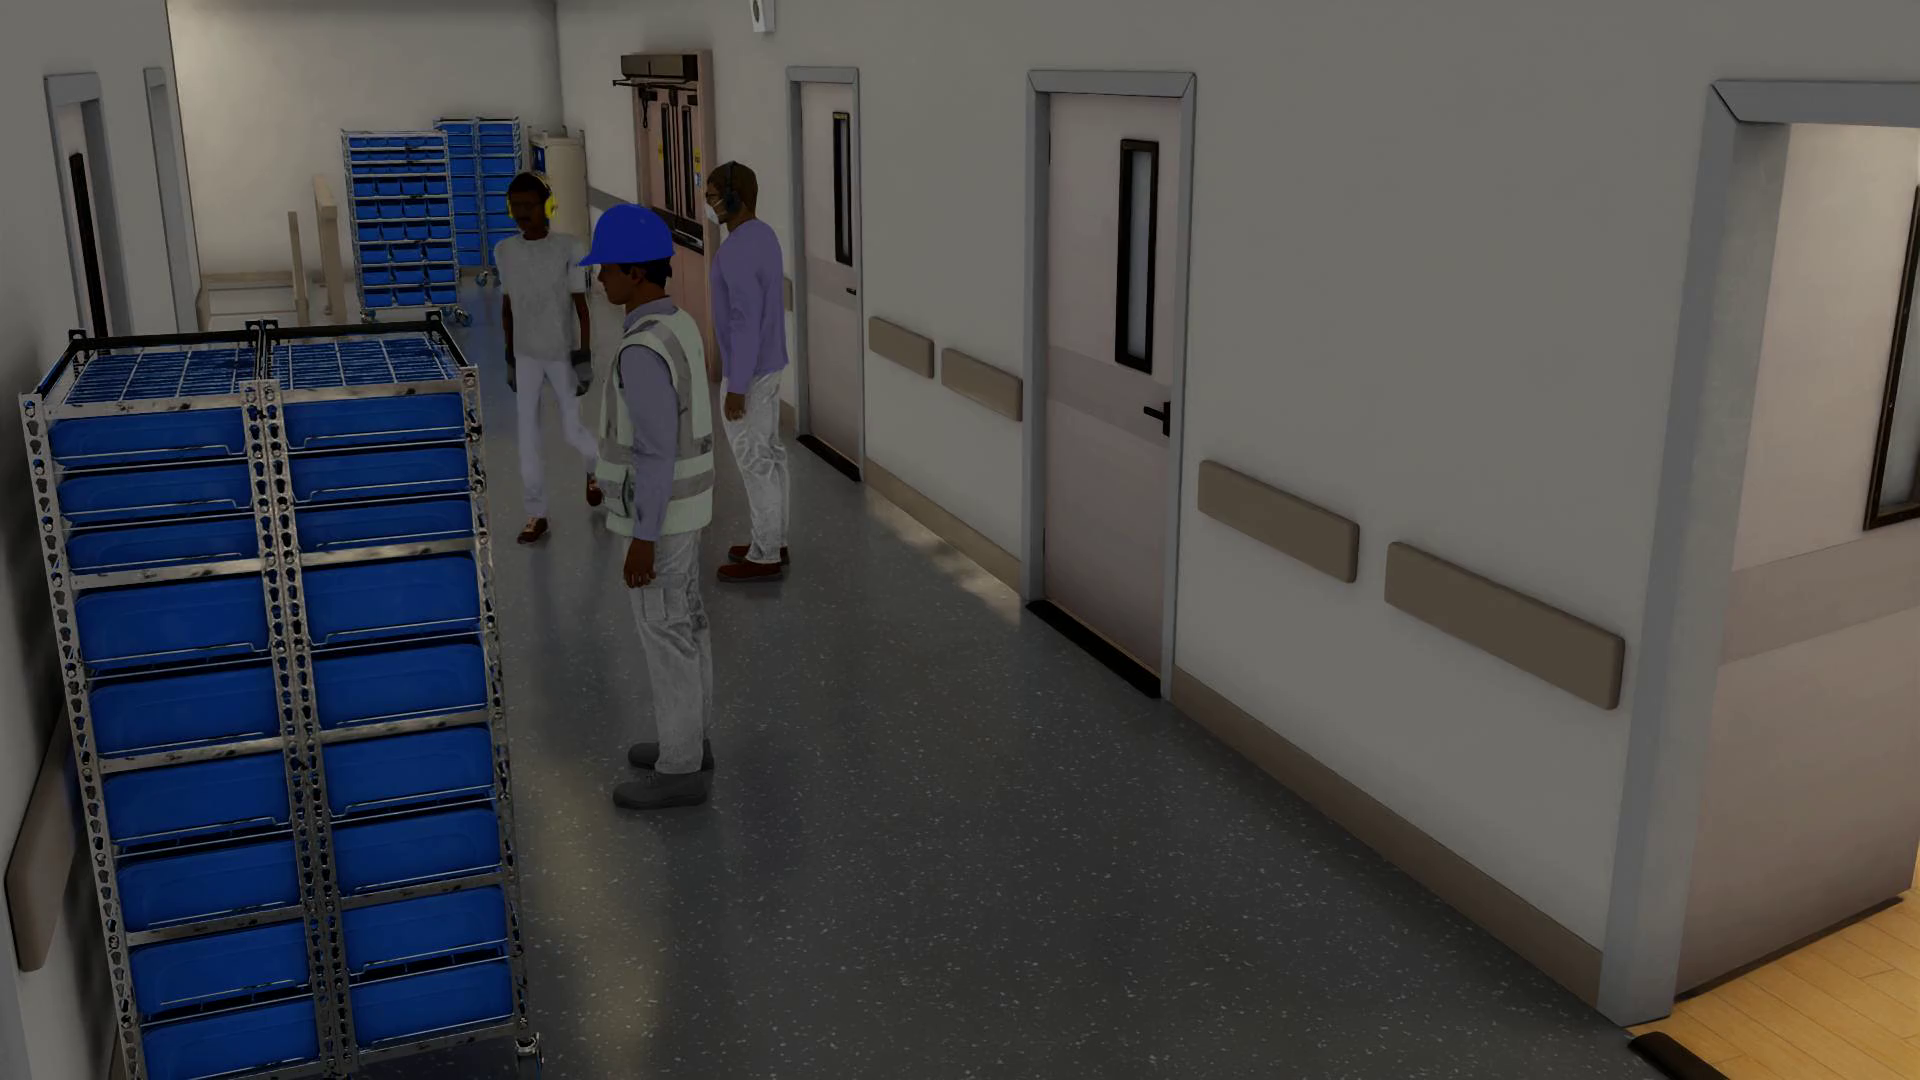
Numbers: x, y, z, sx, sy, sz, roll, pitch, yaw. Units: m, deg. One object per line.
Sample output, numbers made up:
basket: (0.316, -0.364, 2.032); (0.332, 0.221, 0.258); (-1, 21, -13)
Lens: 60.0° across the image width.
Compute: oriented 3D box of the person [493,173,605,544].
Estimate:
person: (-2.090, -0.956, 8.530); (0.506, 1.846, 0.775); (2, 16, 6)

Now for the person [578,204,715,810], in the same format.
person: (-0.979, -0.094, 5.351); (0.396, 1.944, 0.615); (0, 16, 0)

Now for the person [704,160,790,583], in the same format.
person: (-0.974, -0.763, 7.682); (0.355, 1.936, 0.635); (1, 16, 4)
